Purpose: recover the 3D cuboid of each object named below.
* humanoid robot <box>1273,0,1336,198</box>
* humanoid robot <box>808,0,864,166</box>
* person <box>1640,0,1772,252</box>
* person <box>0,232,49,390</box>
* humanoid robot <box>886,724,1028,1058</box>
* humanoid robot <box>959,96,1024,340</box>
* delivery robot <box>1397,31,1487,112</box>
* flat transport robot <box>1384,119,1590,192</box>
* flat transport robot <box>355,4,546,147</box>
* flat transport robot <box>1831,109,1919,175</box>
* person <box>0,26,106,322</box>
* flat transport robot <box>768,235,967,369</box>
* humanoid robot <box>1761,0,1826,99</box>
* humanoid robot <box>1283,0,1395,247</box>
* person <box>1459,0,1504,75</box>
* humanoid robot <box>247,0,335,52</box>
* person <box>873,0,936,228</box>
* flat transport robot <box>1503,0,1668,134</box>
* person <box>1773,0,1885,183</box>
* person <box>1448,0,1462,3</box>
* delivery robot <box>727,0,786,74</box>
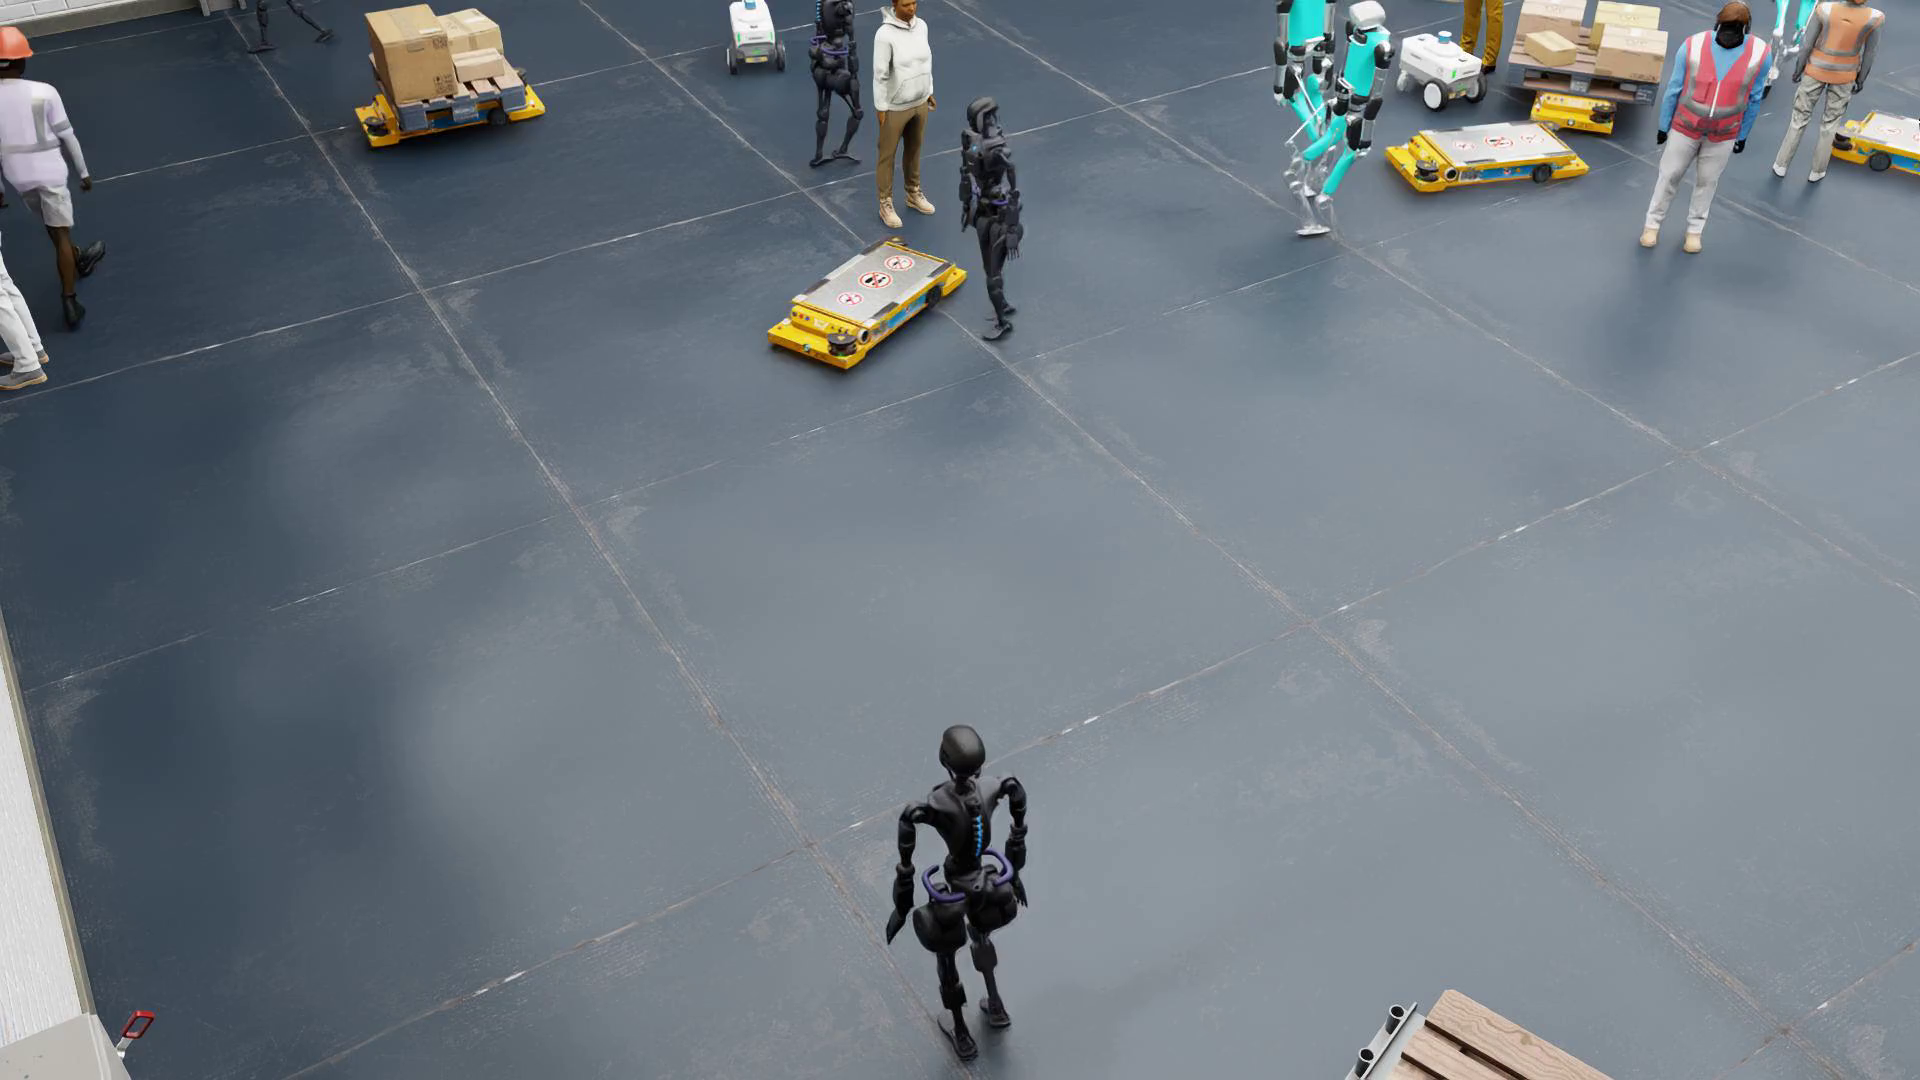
[{"bbox_3d":[2.646,-3.295,12.347,0.537,1.875,0.756,-18,42,-22],"label":"humanoid robot"},{"bbox_3d":[-0.988,-3.651,12.771,0.382,1.651,0.591,-23,44,-26],"label":"humanoid robot"},{"bbox_3d":[5.231,-2.893,11.689,0.630,1.835,0.432,14,40,17],"label":"person"},{"bbox_3d":[-6.102,-1.810,10.276,0.337,1.882,0.581,-11,40,-13],"label":"person"},{"bbox_3d":[0.003,1.382,6.419,0.589,1.644,0.340,-17,42,-21],"label":"humanoid robot"},{"bbox_3d":[0.214,-2.116,10.836,0.494,1.637,0.594,-27,46,-30],"label":"humanoid robot"},{"bbox_3d":[4.074,-3.988,14.103,0.523,0.607,0.778,-18,42,-22],"label":"delivery robot"},{"bbox_3d":[4.156,-3.028,13.112,1.431,0.231,0.659,-8,39,-10],"label":"flat transport robot"},{"bbox_3d":[-4.249,-3.609,13.845,1.431,0.231,0.659,-17,42,-21],"label":"flat transport robot"},{"bbox_3d":[7.693,-3.047,13.136,1.431,0.231,0.659,25,45,28],"label":"flat transport robot"},{"bbox_3d":[-6.138,-2.445,11.078,0.578,1.869,1.012,-4,39,-4],"label":"person"},{"bbox_3d":[-0.616,-1.646,11.369,0.659,0.231,1.431,22,44,26],"label":"flat transport robot"},{"bbox_3d":[7.007,-4.541,13.877,0.530,1.775,1.015,15,41,18],"label":"humanoid robot"},{"bbox_3d":[2.611,-2.867,11.786,0.711,1.864,0.552,-11,40,-13],"label":"humanoid robot"},{"bbox_3d":[4.523,-4.887,14.273,0.347,1.747,0.526,-17,42,-21],"label":"person"},{"bbox_3d":[-6.068,-5.116,14.664,0.755,1.654,0.596,-28,46,-31],"label":"humanoid robot"},{"bbox_3d":[-0.424,-3.169,12.084,0.520,1.767,0.371,-28,46,-30],"label":"person"},{"bbox_3d":[5.272,-3.865,14.169,0.659,0.231,1.431,13,40,16],"label":"flat transport robot"},{"bbox_3d":[6.593,-3.511,12.616,0.523,1.639,0.304,17,41,20],"label":"person"},{"bbox_3d":[4.815,-6.000,15.586,0.601,1.874,0.388,-4,39,-5],"label":"person"},{"bbox_3d":[-1.837,-4.497,14.728,0.499,0.586,0.772,-7,39,-9],"label":"delivery robot"}]
